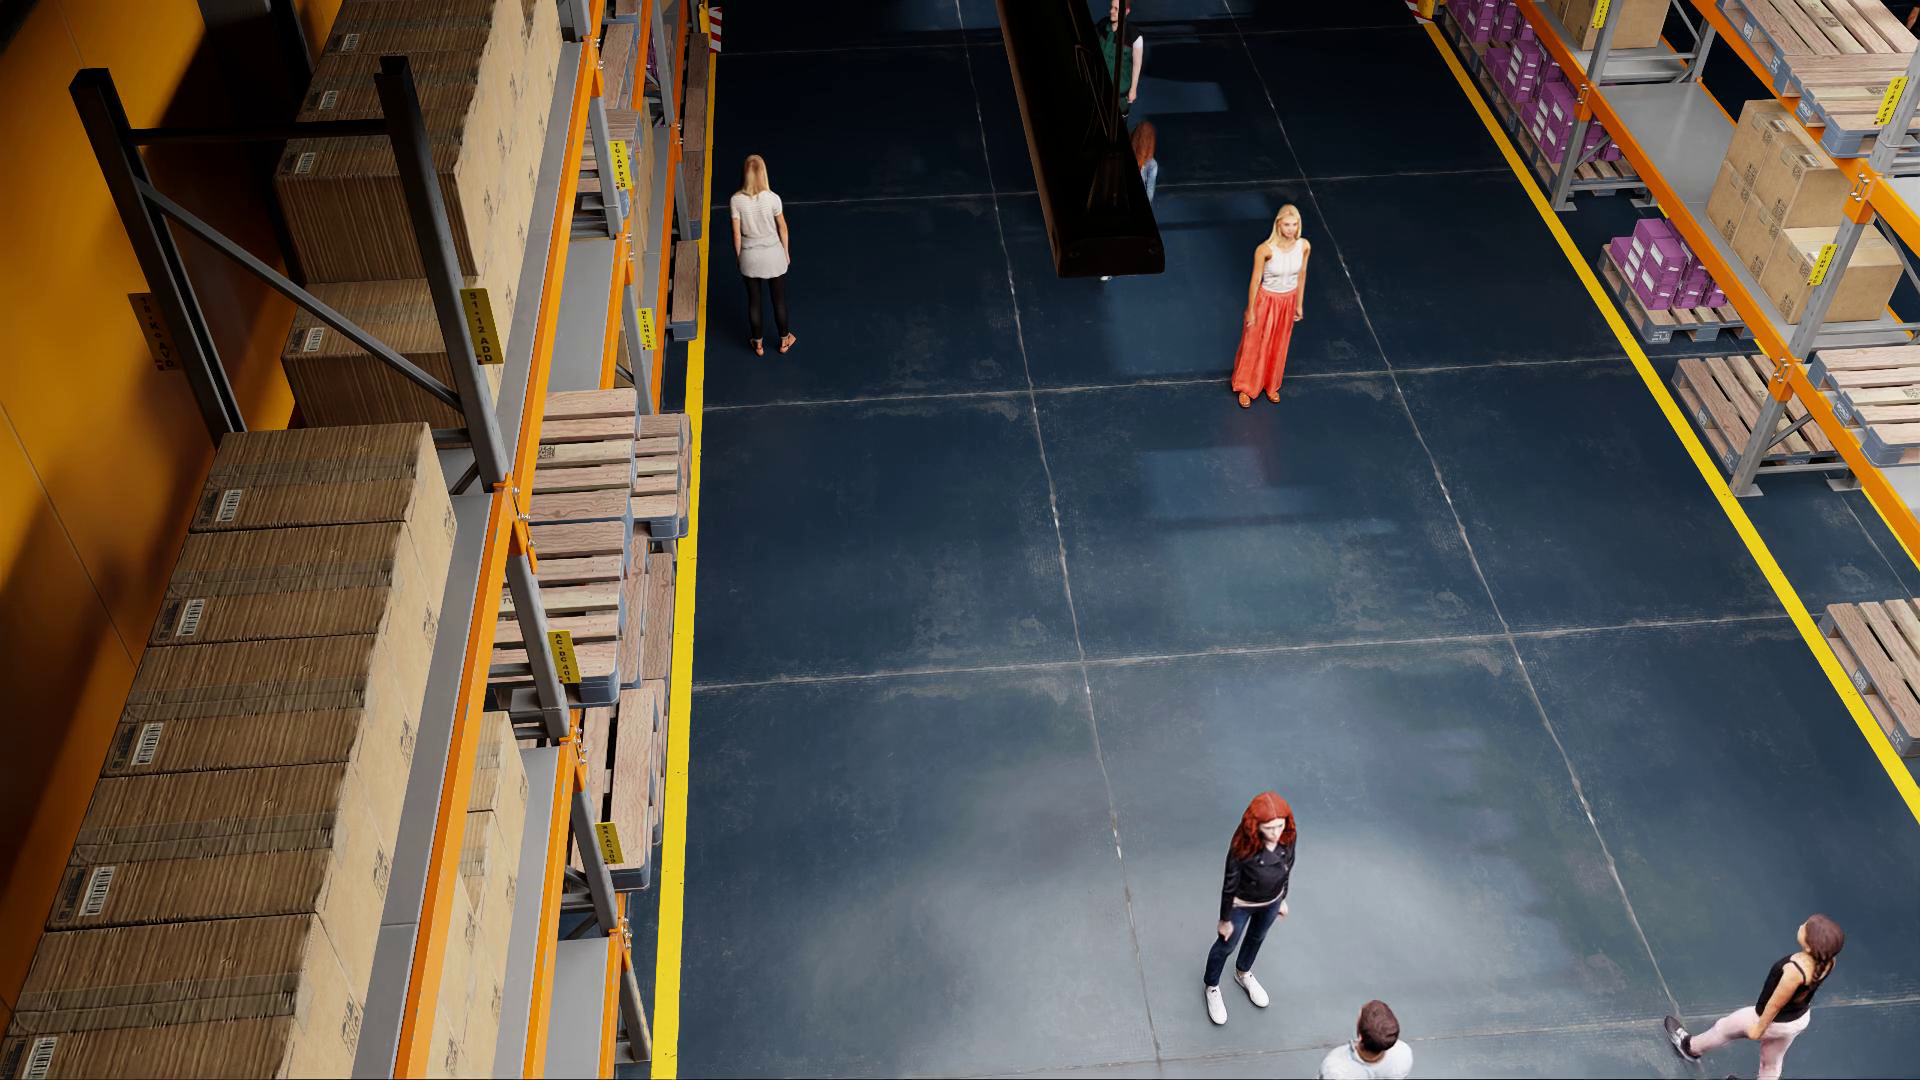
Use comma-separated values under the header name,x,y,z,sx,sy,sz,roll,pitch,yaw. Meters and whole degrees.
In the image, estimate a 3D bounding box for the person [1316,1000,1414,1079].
name,x,y,z,sx,sy,sz,roll,pitch,yaw
person,1.881,2.784,8.050,0.695,1.847,0.635,-13,45,-13

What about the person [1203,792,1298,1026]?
name,x,y,z,sx,sy,sz,roll,pitch,yaw
person,1.571,1.961,8.958,0.641,1.787,0.631,-16,46,-16

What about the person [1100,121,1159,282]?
name,x,y,z,sx,sy,sz,roll,pitch,yaw
person,1.450,-2.862,14.263,0.998,1.453,1.047,30,51,27

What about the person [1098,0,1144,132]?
name,x,y,z,sx,sy,sz,roll,pitch,yaw
person,1.419,-4.212,15.397,0.732,1.843,0.798,32,52,29

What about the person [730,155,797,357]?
name,x,y,z,sx,sy,sz,roll,pitch,yaw
person,-1.588,-2.268,13.368,0.586,1.827,0.506,-4,44,-4

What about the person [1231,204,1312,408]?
name,x,y,z,sx,sy,sz,roll,pitch,yaw
person,2.438,-1.825,12.922,0.667,1.801,0.623,-10,44,-10

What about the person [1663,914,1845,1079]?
name,x,y,z,sx,sy,sz,roll,pitch,yaw
person,4.256,2.505,8.569,0.718,1.536,0.956,-16,46,-16
